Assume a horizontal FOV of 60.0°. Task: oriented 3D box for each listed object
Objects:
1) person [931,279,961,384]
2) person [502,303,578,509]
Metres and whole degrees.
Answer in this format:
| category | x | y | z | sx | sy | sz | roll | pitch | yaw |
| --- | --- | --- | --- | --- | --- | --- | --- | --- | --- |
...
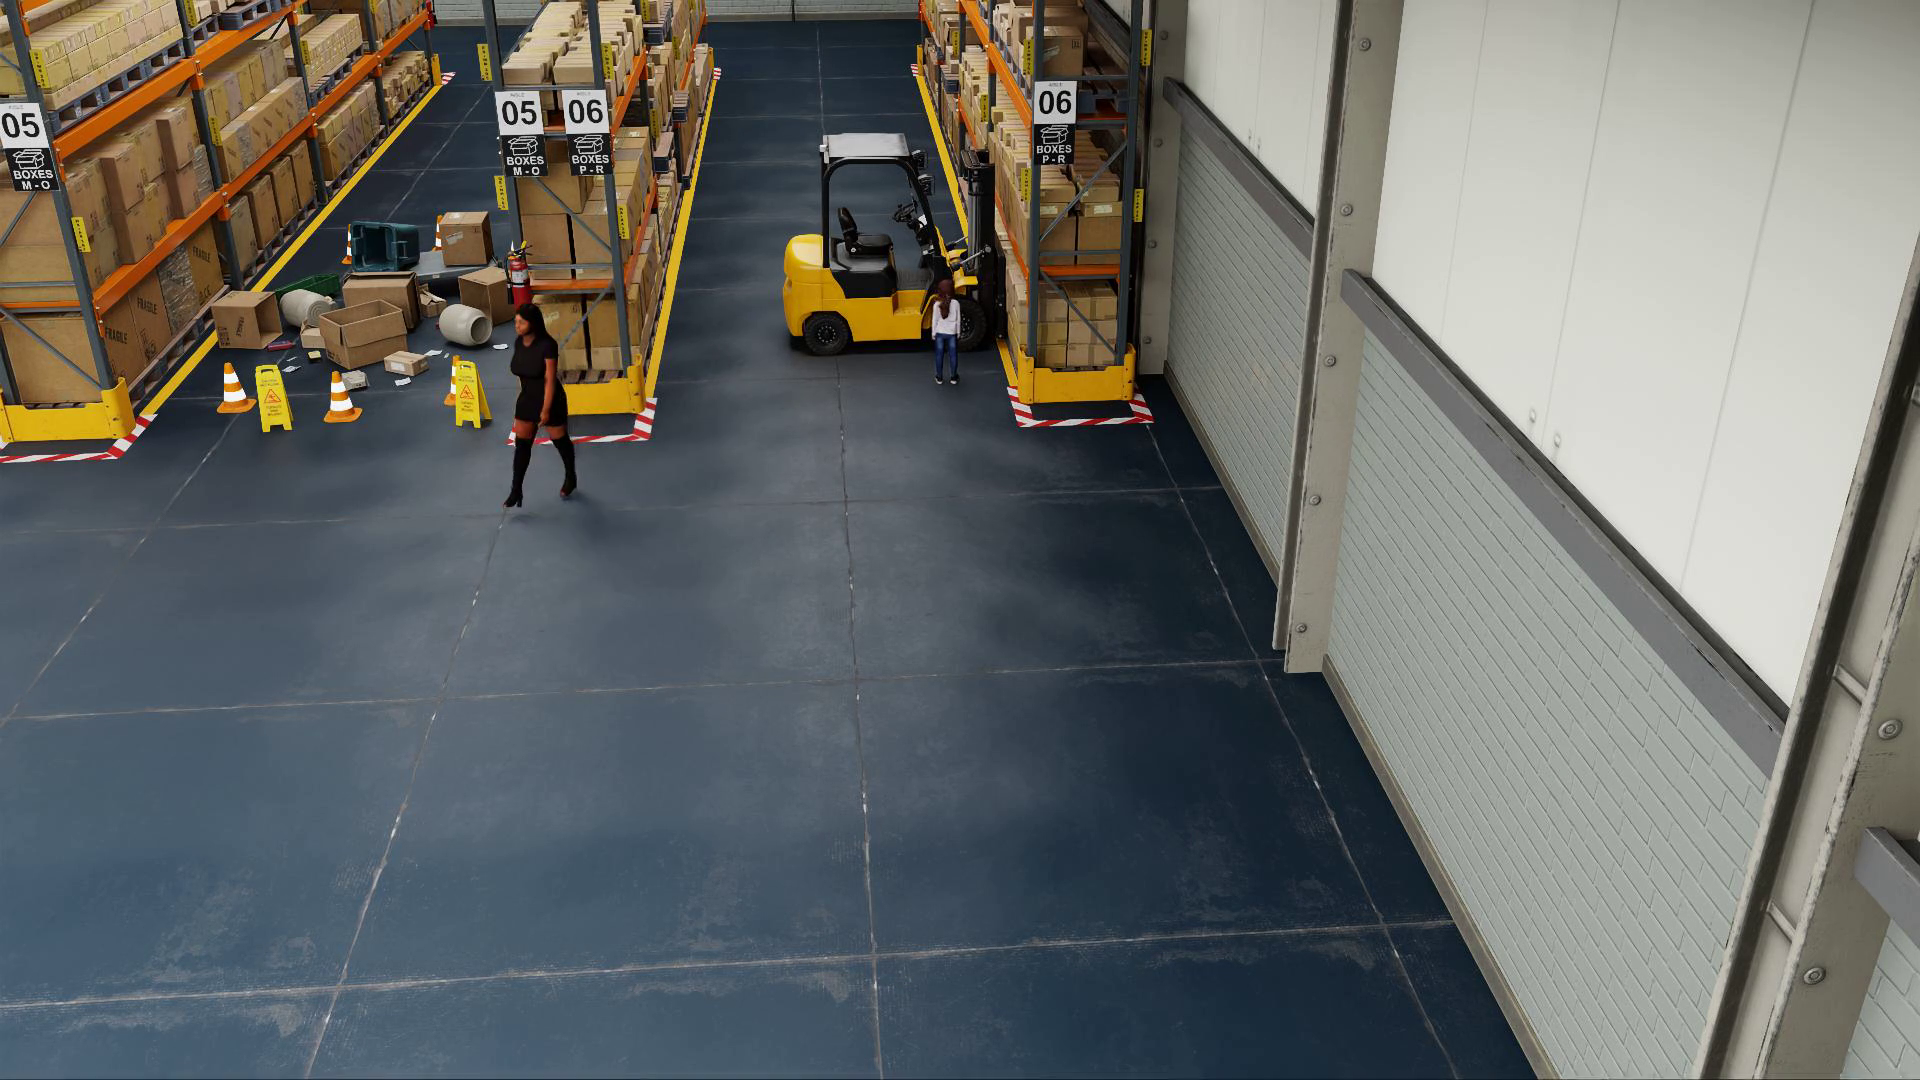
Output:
| category | x | y | z | sx | sy | sz | roll | pitch | yaw |
| --- | --- | --- | --- | --- | --- | --- | --- | --- | --- |
| person | -0.149 | -2.169 | 17.184 | 0.460 | 1.115 | 0.504 | -1 | 27 | -2 |
| person | -3.578 | -1.185 | 14.501 | 0.977 | 1.821 | 1.119 | 14 | 31 | 26 |
